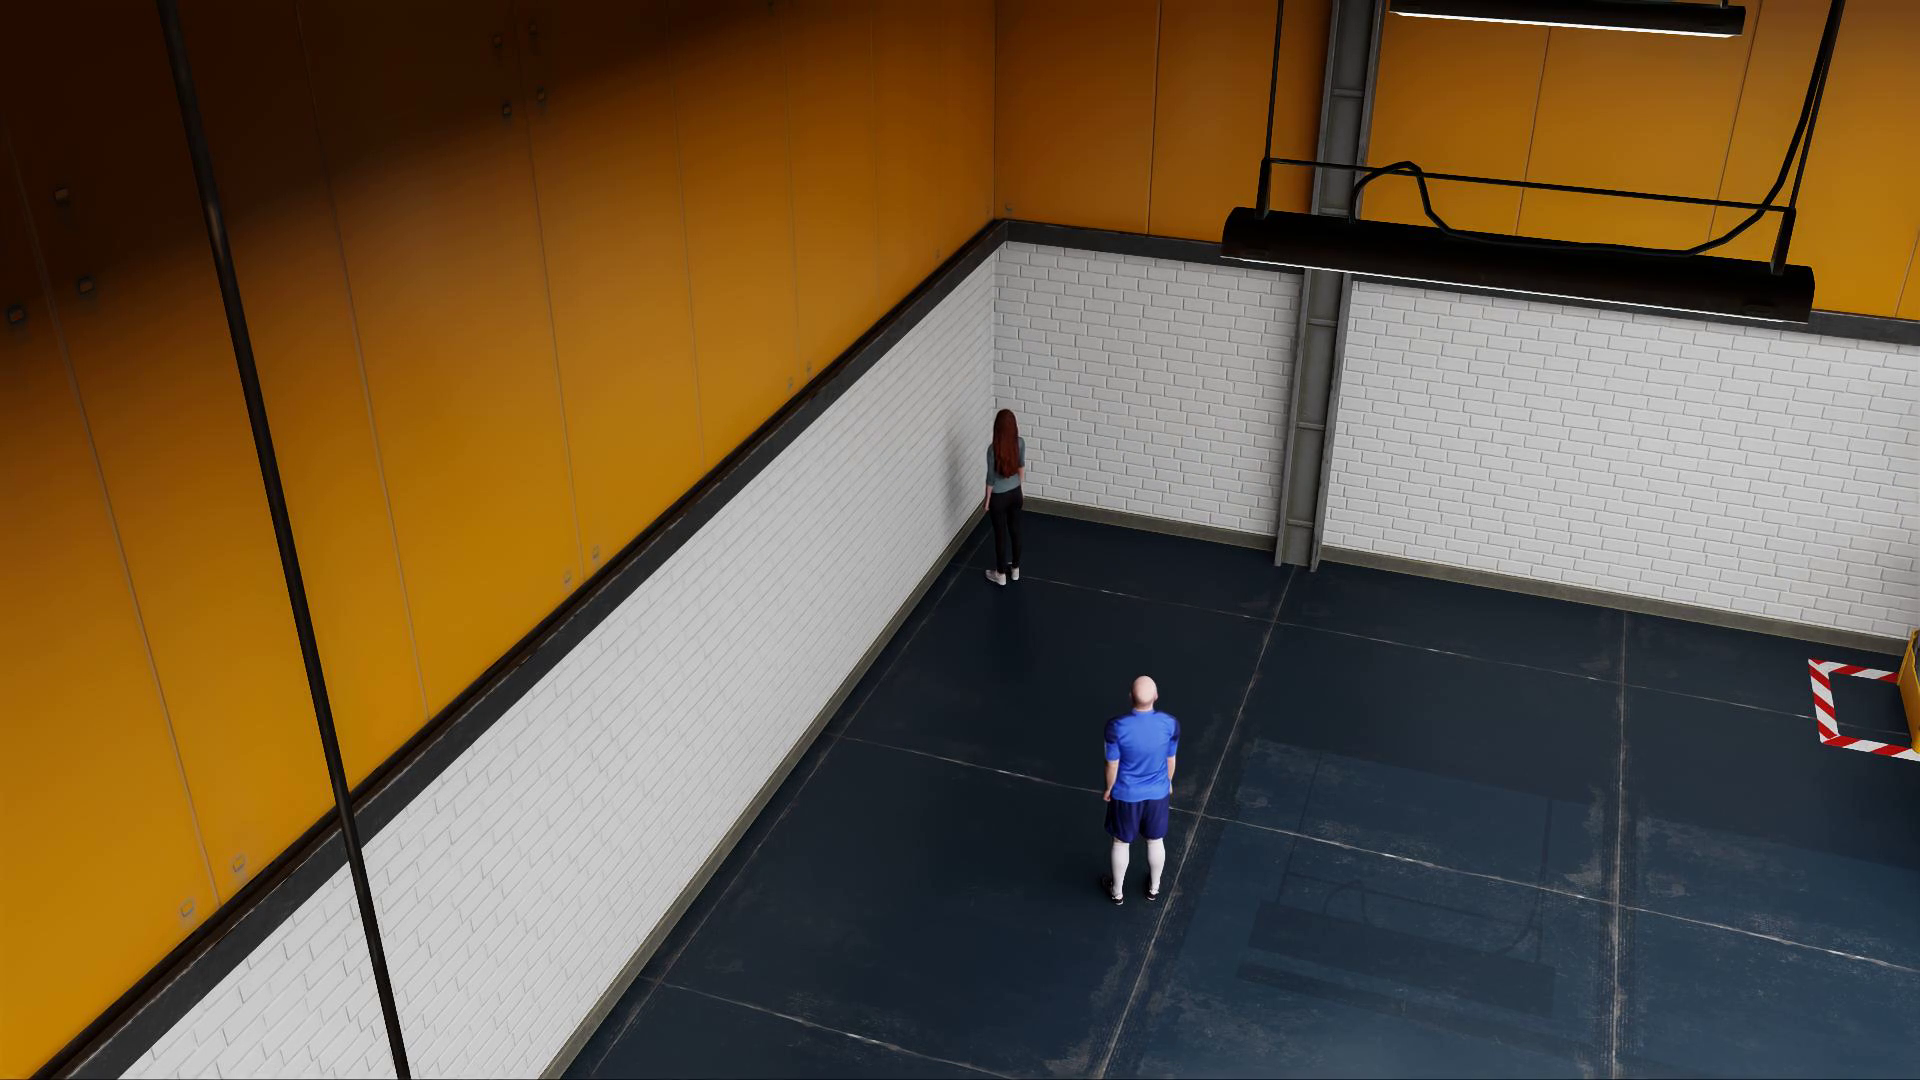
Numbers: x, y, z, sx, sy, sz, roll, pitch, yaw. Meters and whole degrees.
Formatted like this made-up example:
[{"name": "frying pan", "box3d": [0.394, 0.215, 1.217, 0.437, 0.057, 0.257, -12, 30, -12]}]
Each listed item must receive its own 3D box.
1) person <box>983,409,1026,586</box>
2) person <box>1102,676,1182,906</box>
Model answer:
[{"name": "person", "box3d": [0.417, -0.401, 15.420, 0.676, 1.743, 0.718, -16, 33, -27]}, {"name": "person", "box3d": [1.231, 1.717, 11.433, 0.685, 1.842, 0.816, -4, 29, -6]}]
